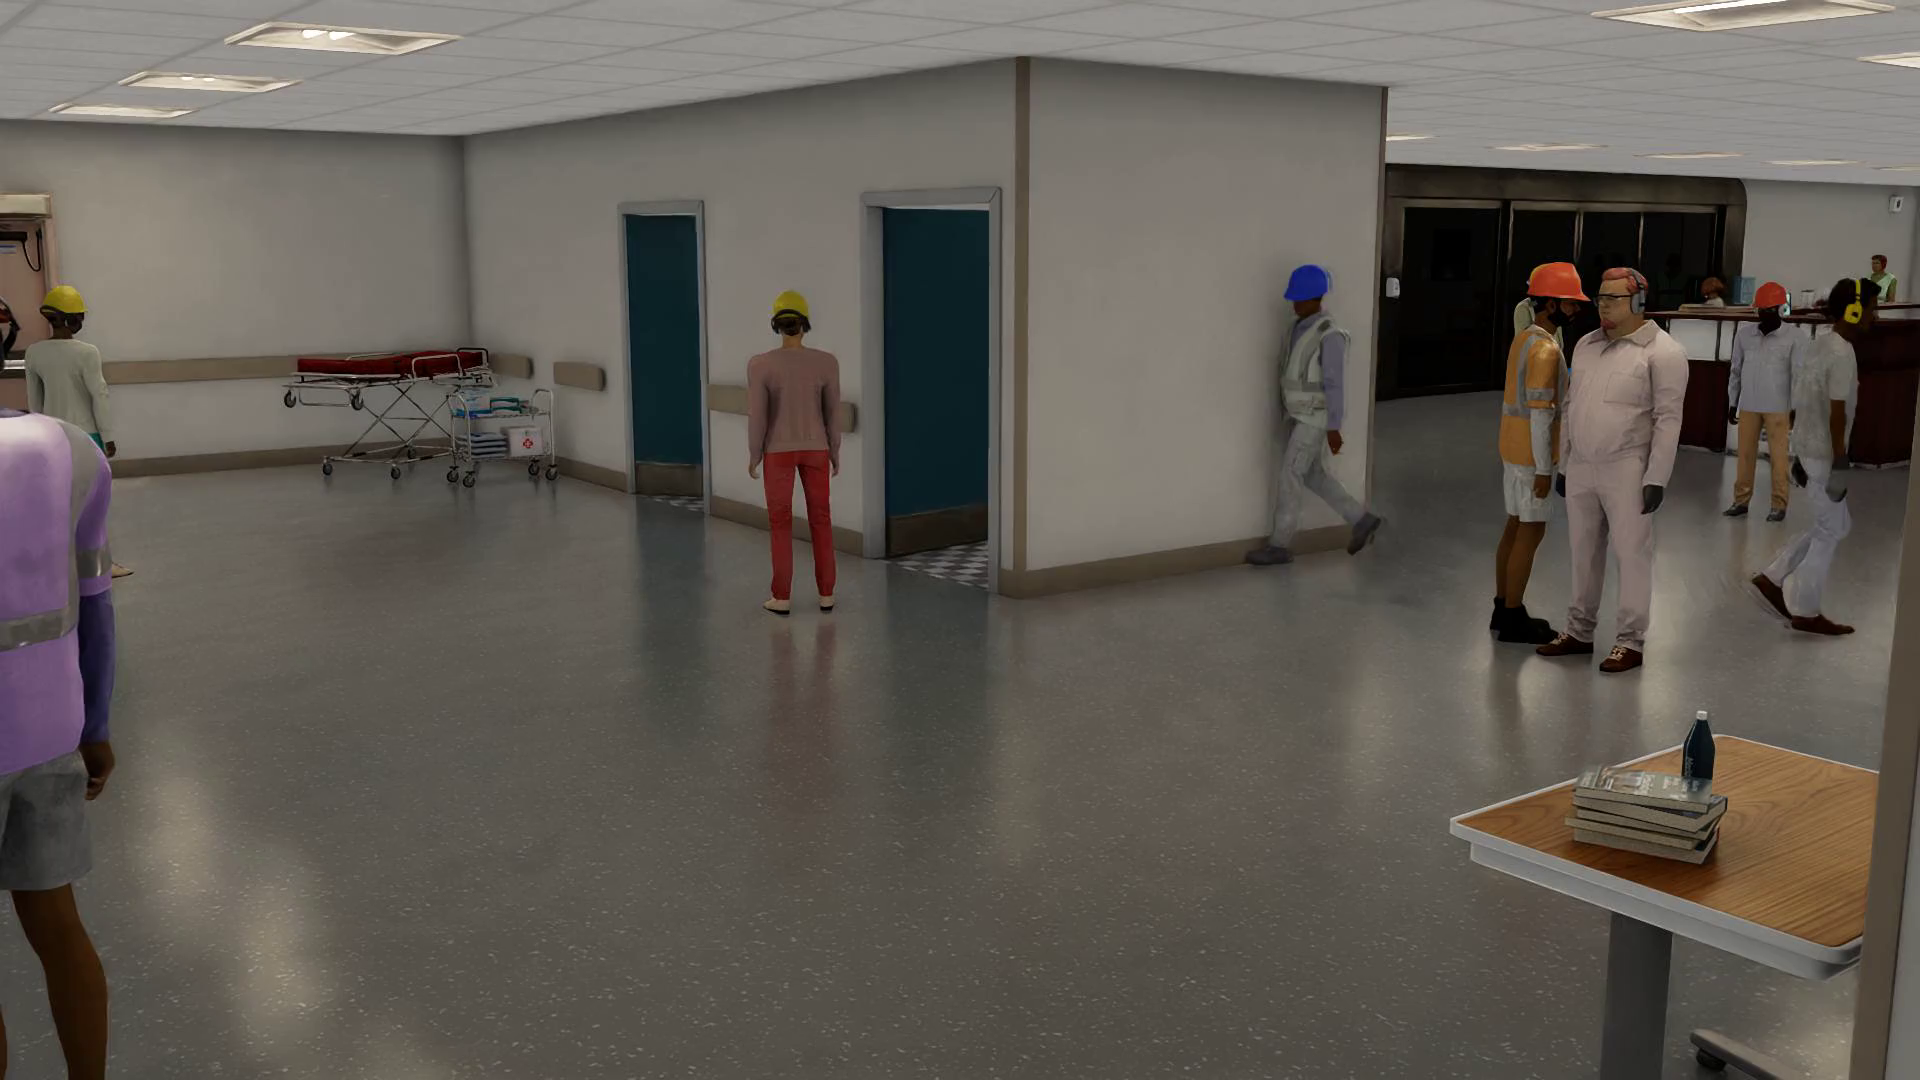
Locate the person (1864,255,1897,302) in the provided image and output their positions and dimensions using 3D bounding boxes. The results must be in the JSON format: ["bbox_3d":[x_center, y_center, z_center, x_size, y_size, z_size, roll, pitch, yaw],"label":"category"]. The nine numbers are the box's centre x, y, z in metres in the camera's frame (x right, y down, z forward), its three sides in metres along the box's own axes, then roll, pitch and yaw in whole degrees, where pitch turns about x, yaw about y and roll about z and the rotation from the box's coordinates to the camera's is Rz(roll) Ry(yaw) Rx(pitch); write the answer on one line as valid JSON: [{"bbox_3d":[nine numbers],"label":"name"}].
[{"bbox_3d":[14.125,-3.465,25.640,0.386,1.845,0.568,-4,11,-21],"label":"person"}]

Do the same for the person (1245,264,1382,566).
[{"bbox_3d":[2.267,-0.775,10.437,0.871,1.895,0.666,-2,10,-9],"label":"person"}]

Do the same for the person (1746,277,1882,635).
[{"bbox_3d":[4.443,-0.420,8.560,0.442,1.848,0.557,2,10,14],"label":"person"}]

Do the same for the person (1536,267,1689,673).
[{"bbox_3d":[3.099,-0.335,7.938,0.408,1.908,0.641,-6,12,-29],"label":"person"}]

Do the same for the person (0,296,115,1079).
[{"bbox_3d":[-2.031,0.409,3.443,0.409,2.028,0.618,4,11,19],"label":"person"}]

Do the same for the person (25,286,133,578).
[{"bbox_3d":[-5.320,-0.633,9.996,0.523,1.769,0.315,2,10,12],"label":"person"}]

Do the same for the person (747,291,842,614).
[{"bbox_3d":[-0.910,-0.476,9.124,0.529,1.765,0.327,-3,11,-19],"label":"person"}]

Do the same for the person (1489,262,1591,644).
[{"bbox_3d":[2.943,-0.434,8.447,0.390,1.930,0.546,1,10,7],"label":"person"}]

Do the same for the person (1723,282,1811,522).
[{"bbox_3d":[5.878,-1.007,12.162,0.361,1.742,0.563,-8,13,-38],"label":"person"}]

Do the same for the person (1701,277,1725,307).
[{"bbox_3d":[9.174,-2.403,20.371,0.376,1.608,0.547,2,10,13],"label":"person"}]

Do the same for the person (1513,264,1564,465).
[{"bbox_3d":[5.243,-1.571,15.060,0.590,1.837,0.403,-9,13,-41],"label":"person"}]
